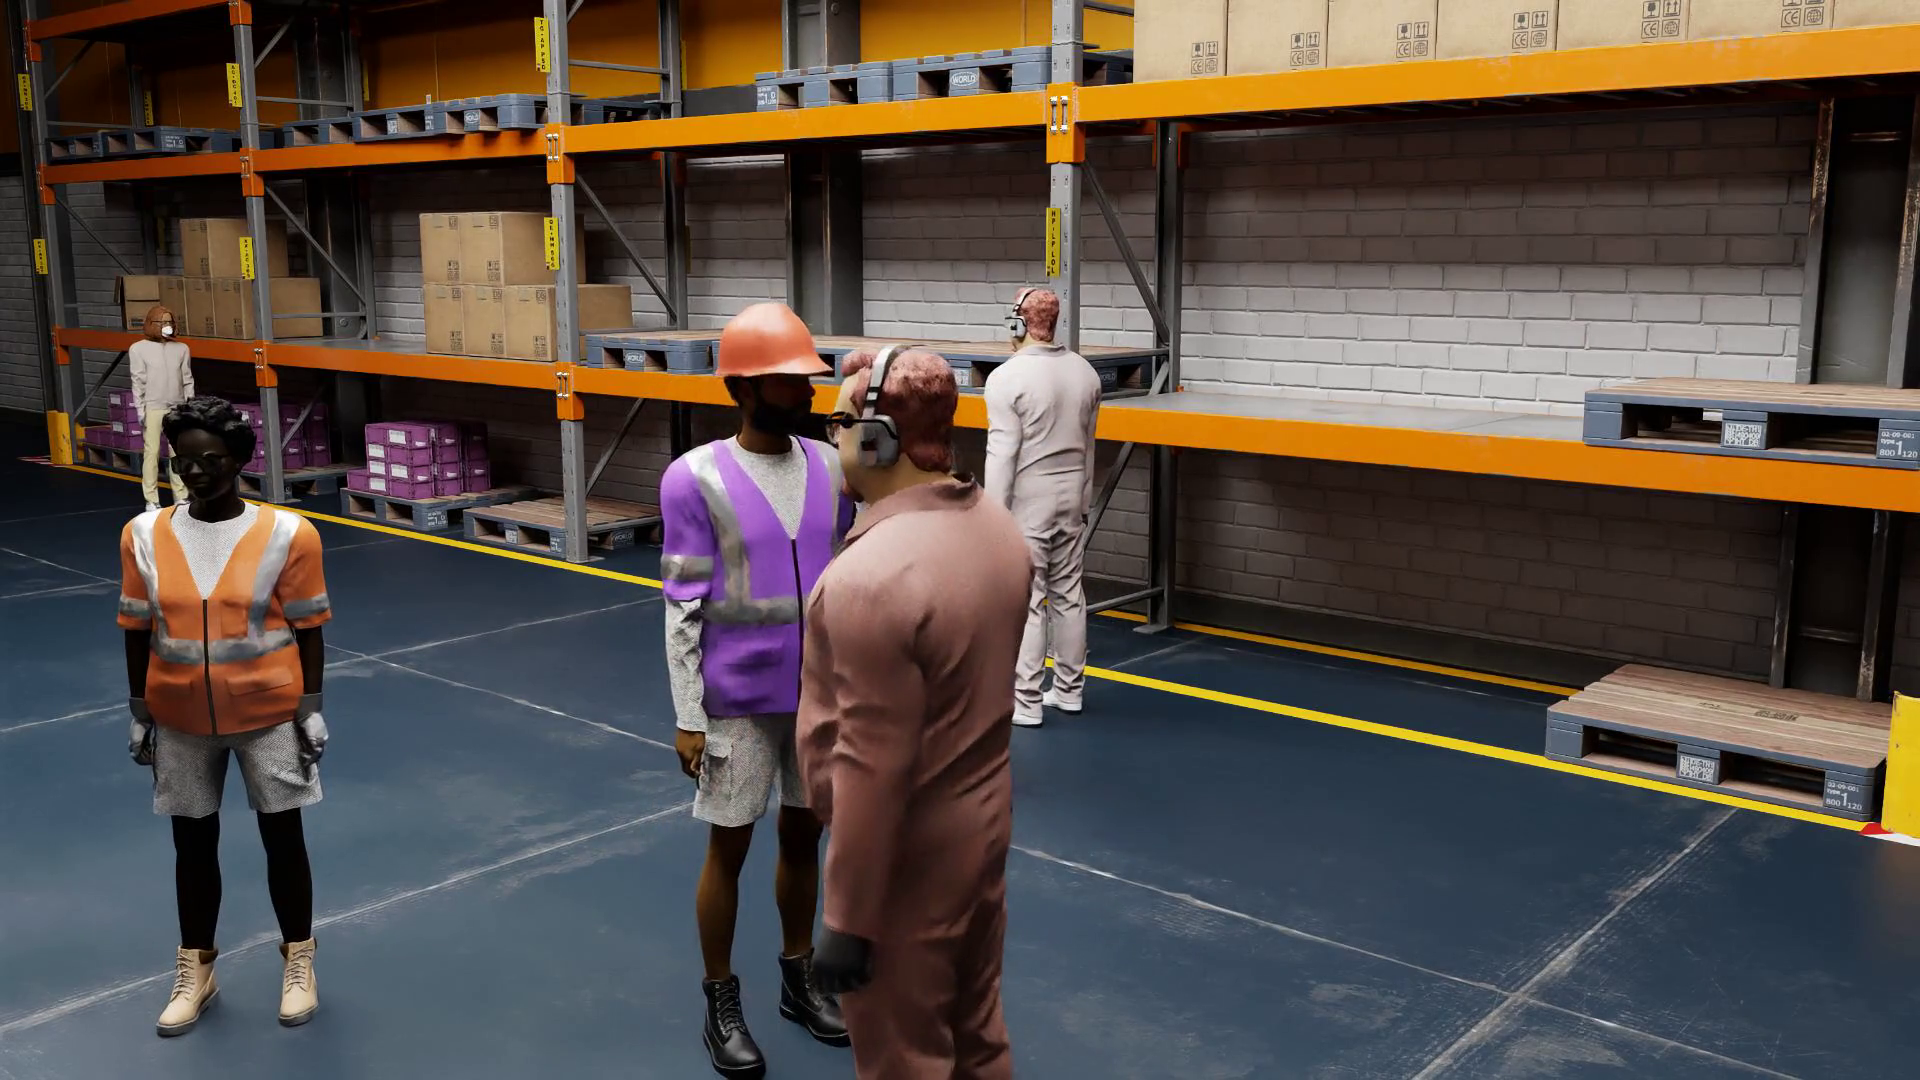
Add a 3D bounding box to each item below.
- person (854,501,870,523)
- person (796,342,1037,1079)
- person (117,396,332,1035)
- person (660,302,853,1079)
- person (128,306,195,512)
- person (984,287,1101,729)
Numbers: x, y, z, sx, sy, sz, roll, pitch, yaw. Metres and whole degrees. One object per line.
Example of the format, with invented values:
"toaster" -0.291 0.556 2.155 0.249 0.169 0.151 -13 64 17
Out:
"person" -0.194 0.153 6.447 0.804 1.598 0.503 10 14 44
"person" -0.105 0.586 3.134 0.403 1.905 0.648 4 11 23
"person" -1.938 0.465 4.411 0.531 1.697 0.320 -2 10 -9
"person" -0.474 0.377 4.217 0.551 1.940 0.349 -8 13 -37
"person" -6.239 -1.015 13.051 0.271 1.629 0.499 7 12 35
"person" 0.317 -0.138 7.251 0.642 1.909 0.399 -9 14 -43
